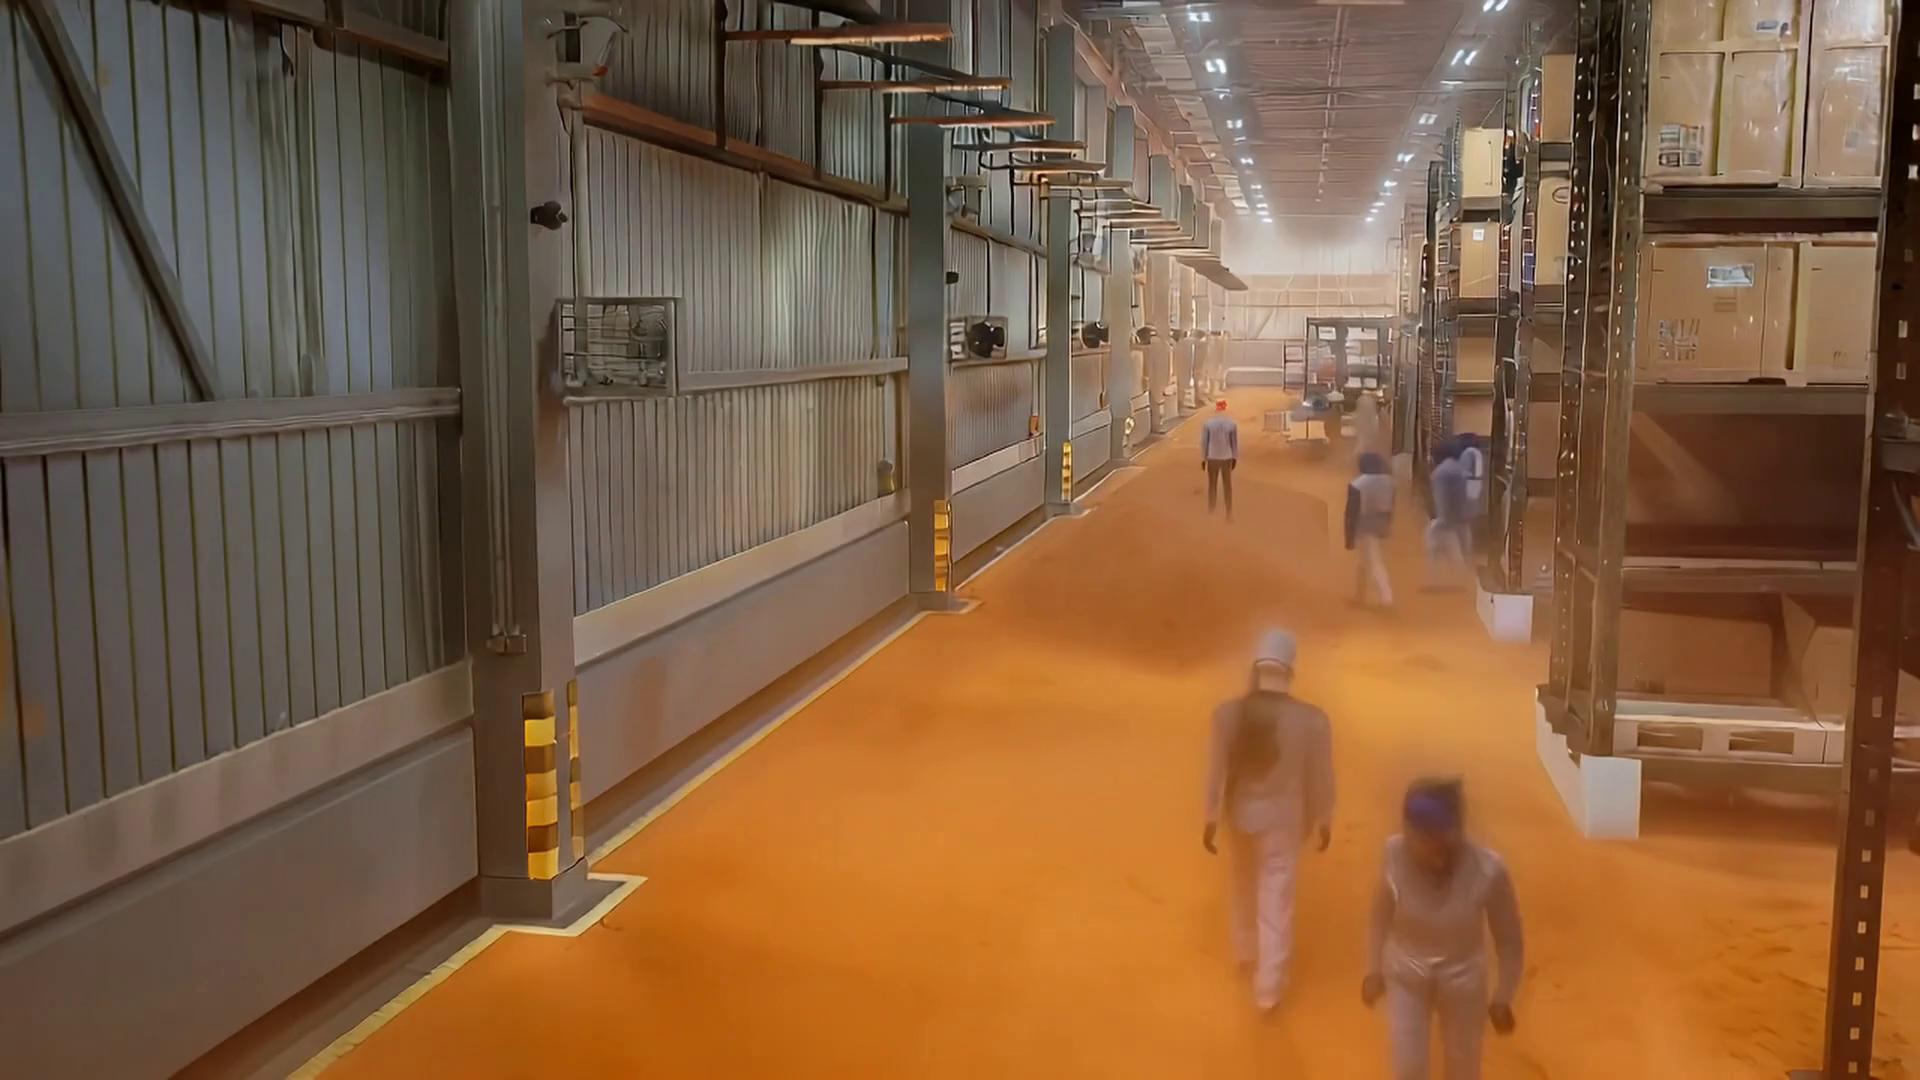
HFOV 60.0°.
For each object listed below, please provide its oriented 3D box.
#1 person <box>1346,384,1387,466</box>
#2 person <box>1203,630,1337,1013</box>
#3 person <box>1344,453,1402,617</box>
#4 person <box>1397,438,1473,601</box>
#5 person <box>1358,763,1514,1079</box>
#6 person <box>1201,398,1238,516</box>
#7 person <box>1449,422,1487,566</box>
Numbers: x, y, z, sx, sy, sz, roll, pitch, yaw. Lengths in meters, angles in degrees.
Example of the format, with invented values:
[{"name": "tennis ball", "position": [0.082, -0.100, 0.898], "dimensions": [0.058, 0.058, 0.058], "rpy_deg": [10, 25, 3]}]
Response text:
[{"name": "person", "position": [9.388, -2.659, 38.515], "dimensions": [1.015, 1.926, 0.730], "rpy_deg": [-4, 8, -26]}, {"name": "person", "position": [1.453, 1.269, 7.768], "dimensions": [0.601, 1.723, 0.717], "rpy_deg": [2, 7, 15]}, {"name": "person", "position": [4.544, -0.065, 18.294], "dimensions": [0.634, 1.784, 1.016], "rpy_deg": [-3, 8, -22]}, {"name": "person", "position": [5.546, -0.240, 19.274], "dimensions": [0.952, 1.876, 0.645], "rpy_deg": [5, 9, 33]}, {"name": "person", "position": [1.650, 1.573, 5.794], "dimensions": [0.520, 1.627, 0.378], "rpy_deg": [2, 7, 16]}, {"name": "person", "position": [4.383, -1.397, 28.089], "dimensions": [0.612, 1.996, 0.388], "rpy_deg": [1, 7, 11]}, {"name": "person", "position": [6.705, -0.596, 22.032], "dimensions": [0.408, 1.906, 0.578], "rpy_deg": [4, 8, 27]}]
